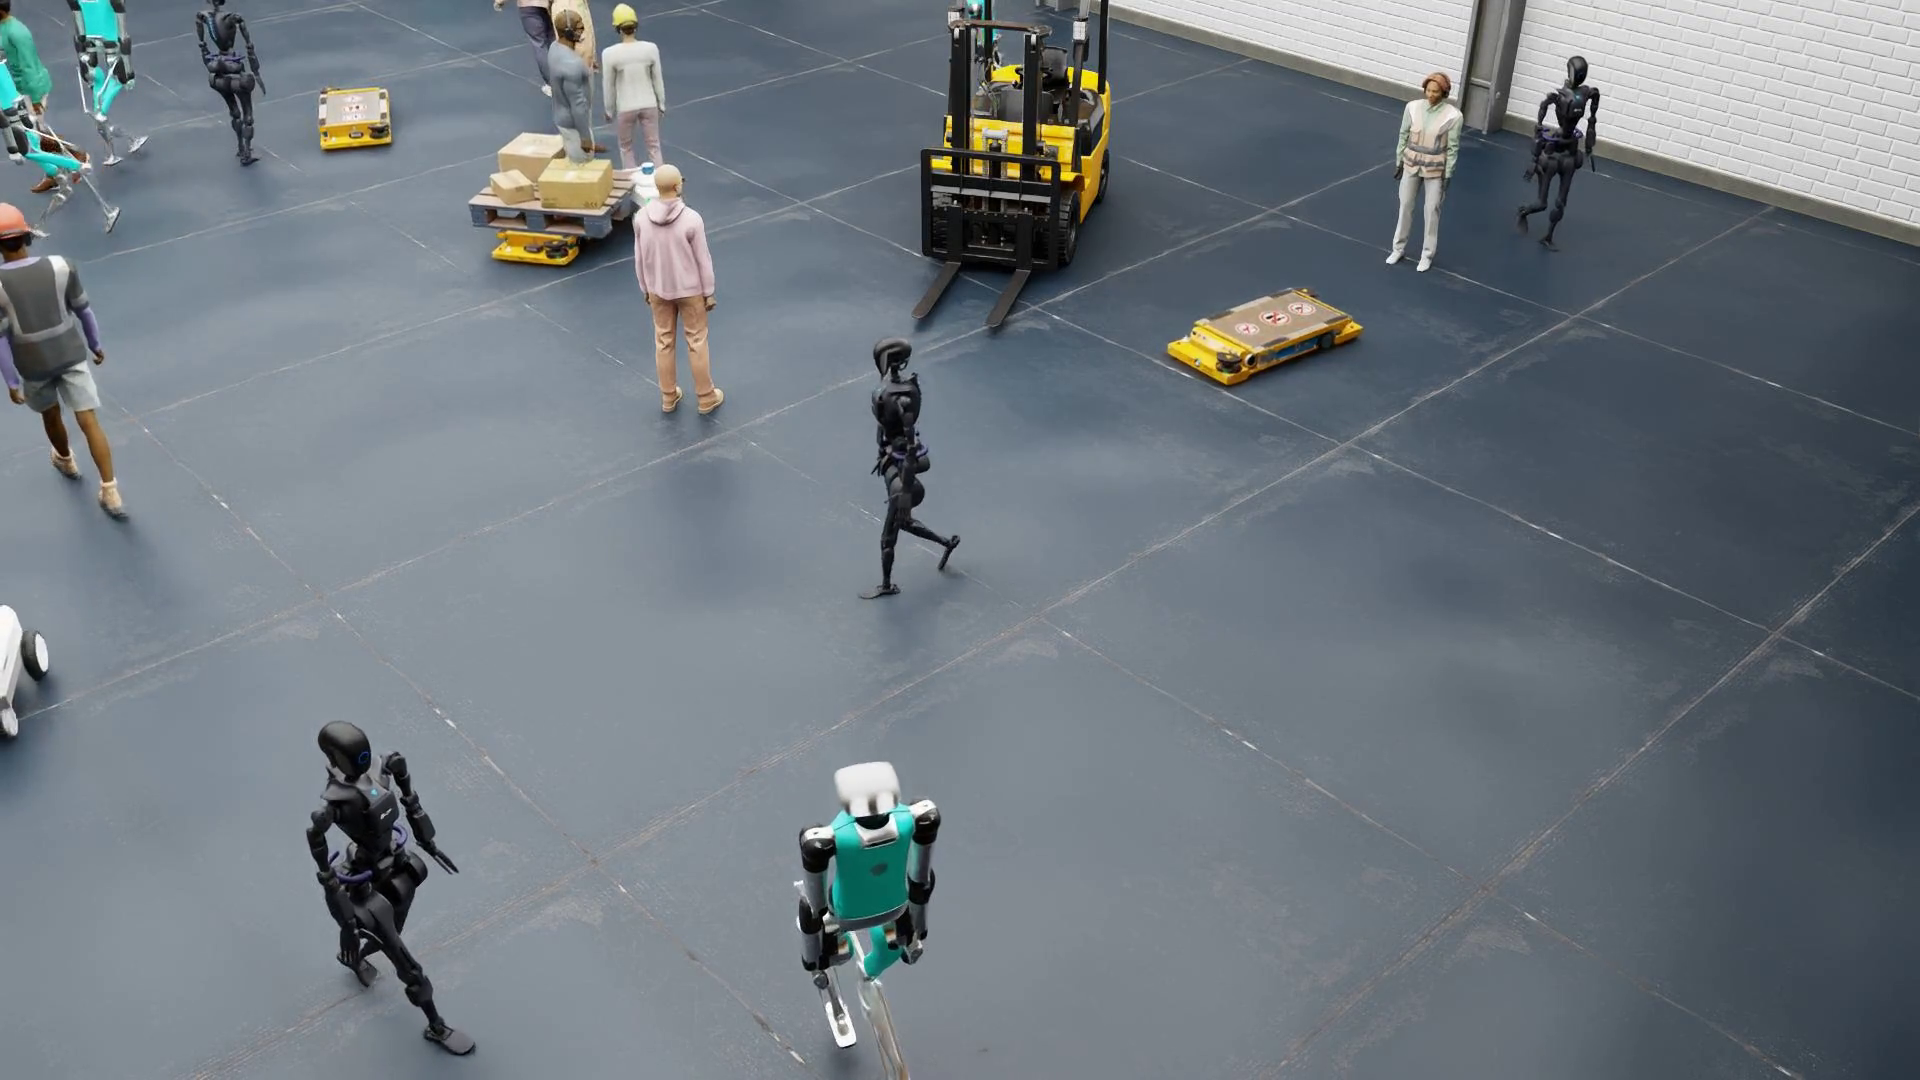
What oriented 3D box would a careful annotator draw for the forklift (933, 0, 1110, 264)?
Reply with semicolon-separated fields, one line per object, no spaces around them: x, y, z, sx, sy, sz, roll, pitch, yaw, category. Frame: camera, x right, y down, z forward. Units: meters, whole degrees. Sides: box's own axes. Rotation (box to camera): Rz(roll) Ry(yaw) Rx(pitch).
0.570;-3.725;14.138;1.214;2.155;2.313;9;34;13;forklift

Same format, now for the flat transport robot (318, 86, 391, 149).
-6.082;-4.263;16.725;0.659;0.231;1.431;-9;34;-14;flat transport robot

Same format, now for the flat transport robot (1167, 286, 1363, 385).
2.316;-1.554;12.562;1.431;0.231;0.659;-22;39;-30;flat transport robot

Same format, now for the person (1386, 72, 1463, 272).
3.783;-2.999;13.529;0.513;1.634;0.312;23;39;31;person

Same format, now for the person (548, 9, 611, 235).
-3.243;-3.505;14.045;0.367;1.932;0.621;-13;35;-19;person

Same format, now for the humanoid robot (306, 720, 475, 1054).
-2.404;1.376;6.836;0.821;1.645;0.599;15;36;21;humanoid robot

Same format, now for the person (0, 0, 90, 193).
-8.336;-4.020;14.912;0.477;1.833;0.510;-25;41;-33;person

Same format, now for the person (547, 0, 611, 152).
-3.585;-4.468;15.582;0.420;1.874;0.561;5;33;7;person

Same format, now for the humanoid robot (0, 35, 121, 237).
-7.661;-3.415;14.115;1.017;1.764;0.551;-4;33;-6;humanoid robot

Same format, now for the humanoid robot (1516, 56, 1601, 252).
4.996;-3.251;13.887;0.609;1.645;0.427;-7;34;-11;humanoid robot

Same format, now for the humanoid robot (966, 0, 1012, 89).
0.472;-4.366;15.587;1.055;1.750;0.531;7;34;10;humanoid robot

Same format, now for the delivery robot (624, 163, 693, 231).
-2.679;-2.968;14.489;0.499;0.612;0.796;-19;38;-26;delivery robot

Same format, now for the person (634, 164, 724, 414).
-1.938;-1.693;11.386;0.536;1.781;0.399;5;33;8;person

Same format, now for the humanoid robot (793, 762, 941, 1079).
-0.414;1.473;6.552;0.545;1.730;0.974;-13;35;-19;humanoid robot

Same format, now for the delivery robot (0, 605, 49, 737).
-5.229;0.678;8.881;0.499;0.608;0.797;-10;34;-15;delivery robot

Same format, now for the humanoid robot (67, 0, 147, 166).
-8.001;-4.275;15.409;0.537;1.755;0.906;4;33;7;humanoid robot

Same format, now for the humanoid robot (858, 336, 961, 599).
-0.289;-0.424;9.559;0.684;1.636;0.614;-10;34;-15;humanoid robot

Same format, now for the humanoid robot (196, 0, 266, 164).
-6.882;-4.387;15.643;0.588;1.642;0.467;6;33;8;humanoid robot

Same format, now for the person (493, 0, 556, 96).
-4.474;-5.667;17.459;0.796;1.822;0.951;-17;37;-24;person

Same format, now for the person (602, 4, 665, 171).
-2.895;-3.852;14.753;0.552;1.743;0.561;-17;37;-24;person

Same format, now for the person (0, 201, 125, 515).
-5.677;-1.153;10.374;0.629;1.988;1.062;-25;40;-33;person

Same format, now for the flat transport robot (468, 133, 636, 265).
-3.436;-2.752;14.403;0.659;0.231;1.431;7;34;11;flat transport robot
